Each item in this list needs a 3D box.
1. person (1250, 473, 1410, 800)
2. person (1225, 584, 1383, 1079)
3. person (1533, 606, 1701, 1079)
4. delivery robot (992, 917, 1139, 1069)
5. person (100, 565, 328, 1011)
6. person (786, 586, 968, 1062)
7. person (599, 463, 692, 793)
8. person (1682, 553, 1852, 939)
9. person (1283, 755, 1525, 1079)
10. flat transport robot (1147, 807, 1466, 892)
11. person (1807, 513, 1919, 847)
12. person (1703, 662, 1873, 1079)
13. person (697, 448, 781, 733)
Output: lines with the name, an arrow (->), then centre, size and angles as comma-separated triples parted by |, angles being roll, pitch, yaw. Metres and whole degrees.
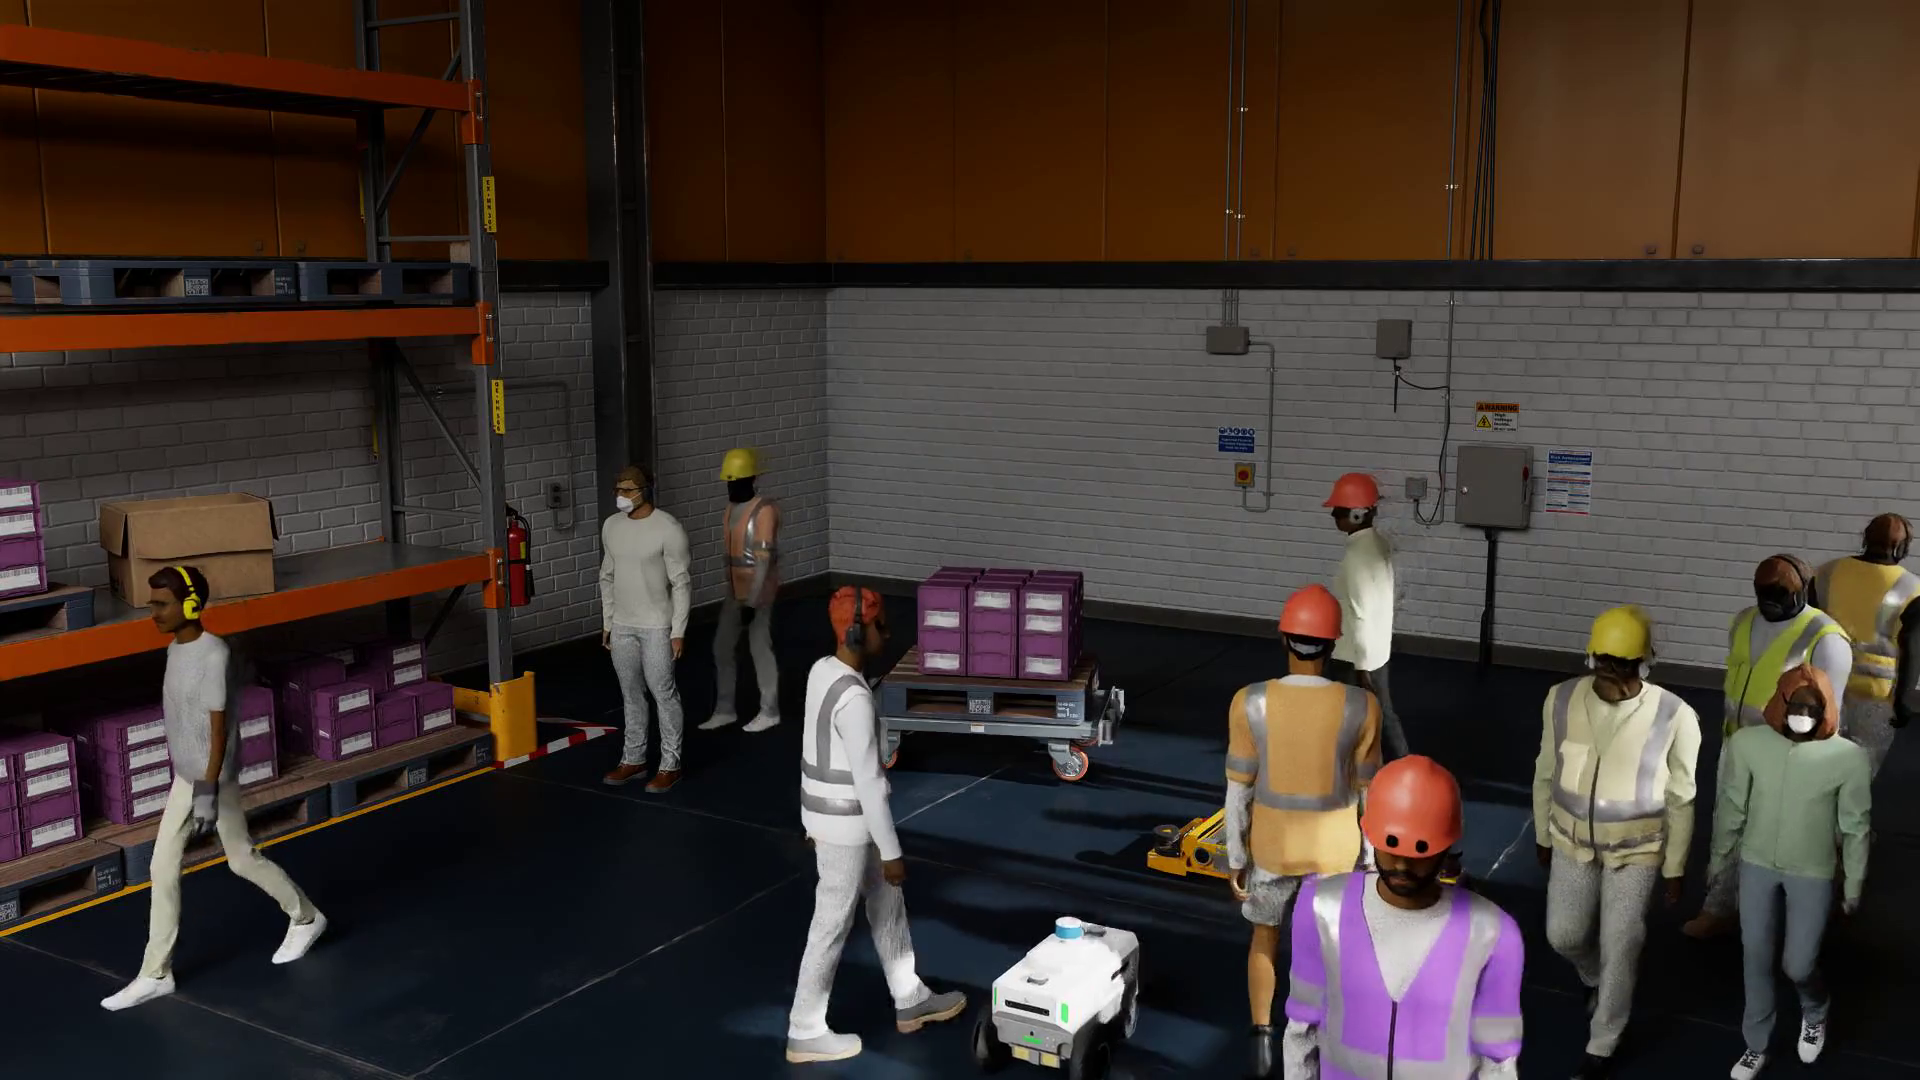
person -> 2.122, 0.598, 9.176 | 0.967, 1.942, 0.614 | 5, 10, 29
person -> 1.247, 1.111, 6.060 | 0.546, 1.918, 0.401 | 3, 9, 16
person -> 2.480, 1.122, 6.306 | 0.599, 1.819, 0.590 | 8, 12, 39
delivery robot -> 0.415, 1.692, 6.389 | 0.477, 0.478, 0.707 | 5, 10, 29
person -> -3.162, 0.999, 7.058 | 0.536, 1.833, 0.939 | 7, 11, 36
person -> -0.296, 1.089, 6.410 | 0.873, 1.848, 0.597 | -2, 9, -14
person -> -1.851, 0.510, 9.754 | 0.635, 1.937, 0.352 | 5, 11, 30
person -> 3.725, 0.939, 7.480 | 0.695, 1.810, 0.650 | -4, 10, -21
person -> 1.038, 1.440, 4.003 | 0.576, 1.920, 0.397 | 4, 10, 21
flat transport robot -> 1.722, 1.575, 8.297 | 1.431, 0.197, 0.652 | 5, 11, 30
person -> 4.612, 0.761, 8.608 | 0.647, 1.811, 0.645 | -5, 11, -30
person -> 3.085, 1.241, 6.206 | 0.520, 1.622, 0.394 | 9, 13, 44
person -> -1.424, 0.346, 10.865 | 0.622, 1.900, 0.605 | -8, 12, -40
